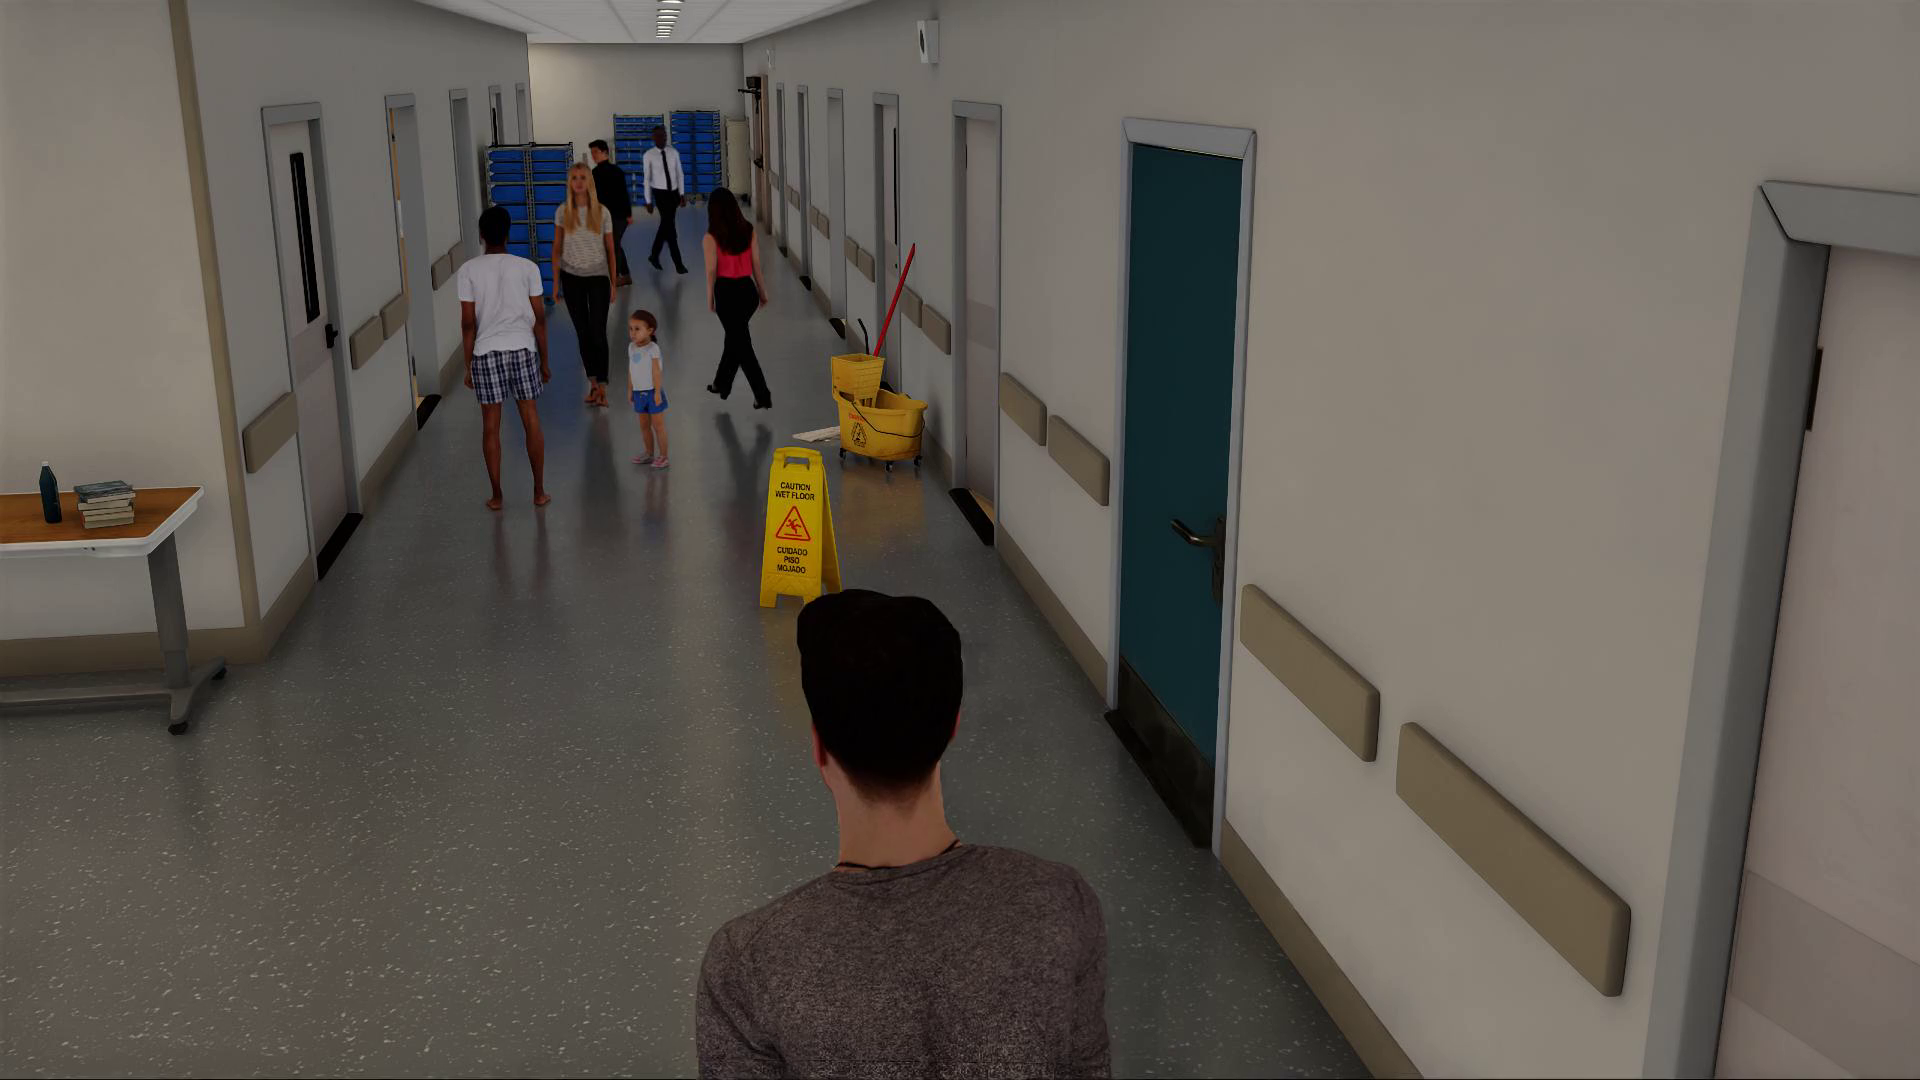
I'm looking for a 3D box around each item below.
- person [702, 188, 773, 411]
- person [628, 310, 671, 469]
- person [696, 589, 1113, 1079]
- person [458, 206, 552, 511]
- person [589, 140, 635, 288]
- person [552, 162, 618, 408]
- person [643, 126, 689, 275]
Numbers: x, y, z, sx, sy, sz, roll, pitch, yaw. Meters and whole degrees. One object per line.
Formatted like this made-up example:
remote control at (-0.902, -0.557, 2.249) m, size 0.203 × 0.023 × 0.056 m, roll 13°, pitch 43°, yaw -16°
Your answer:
person at (-1.604, -1.714, 12.211) m, size 1.051 × 1.603 × 1.225 m, roll -13°, pitch 20°, yaw -39°
person at (-1.990, -0.969, 10.650) m, size 0.480 × 1.017 × 0.543 m, roll 11°, pitch 19°, yaw 35°
person at (-0.017, 1.013, 2.006) m, size 0.750 × 1.891 × 0.930 m, roll -4°, pitch 16°, yaw -15°
person at (-2.633, -1.048, 9.612) m, size 0.660 × 1.731 × 0.559 m, roll -5°, pitch 16°, yaw -16°
person at (-4.012, -3.806, 19.459) m, size 0.879 × 1.697 × 0.943 m, roll 9°, pitch 18°, yaw 30°
person at (-2.819, -1.915, 12.558) m, size 0.668 × 1.802 × 0.952 m, roll -1°, pitch 16°, yaw -2°
person at (-3.707, -4.222, 20.766) m, size 1.011 × 1.788 × 1.330 m, roll -11°, pitch 19°, yaw -34°
